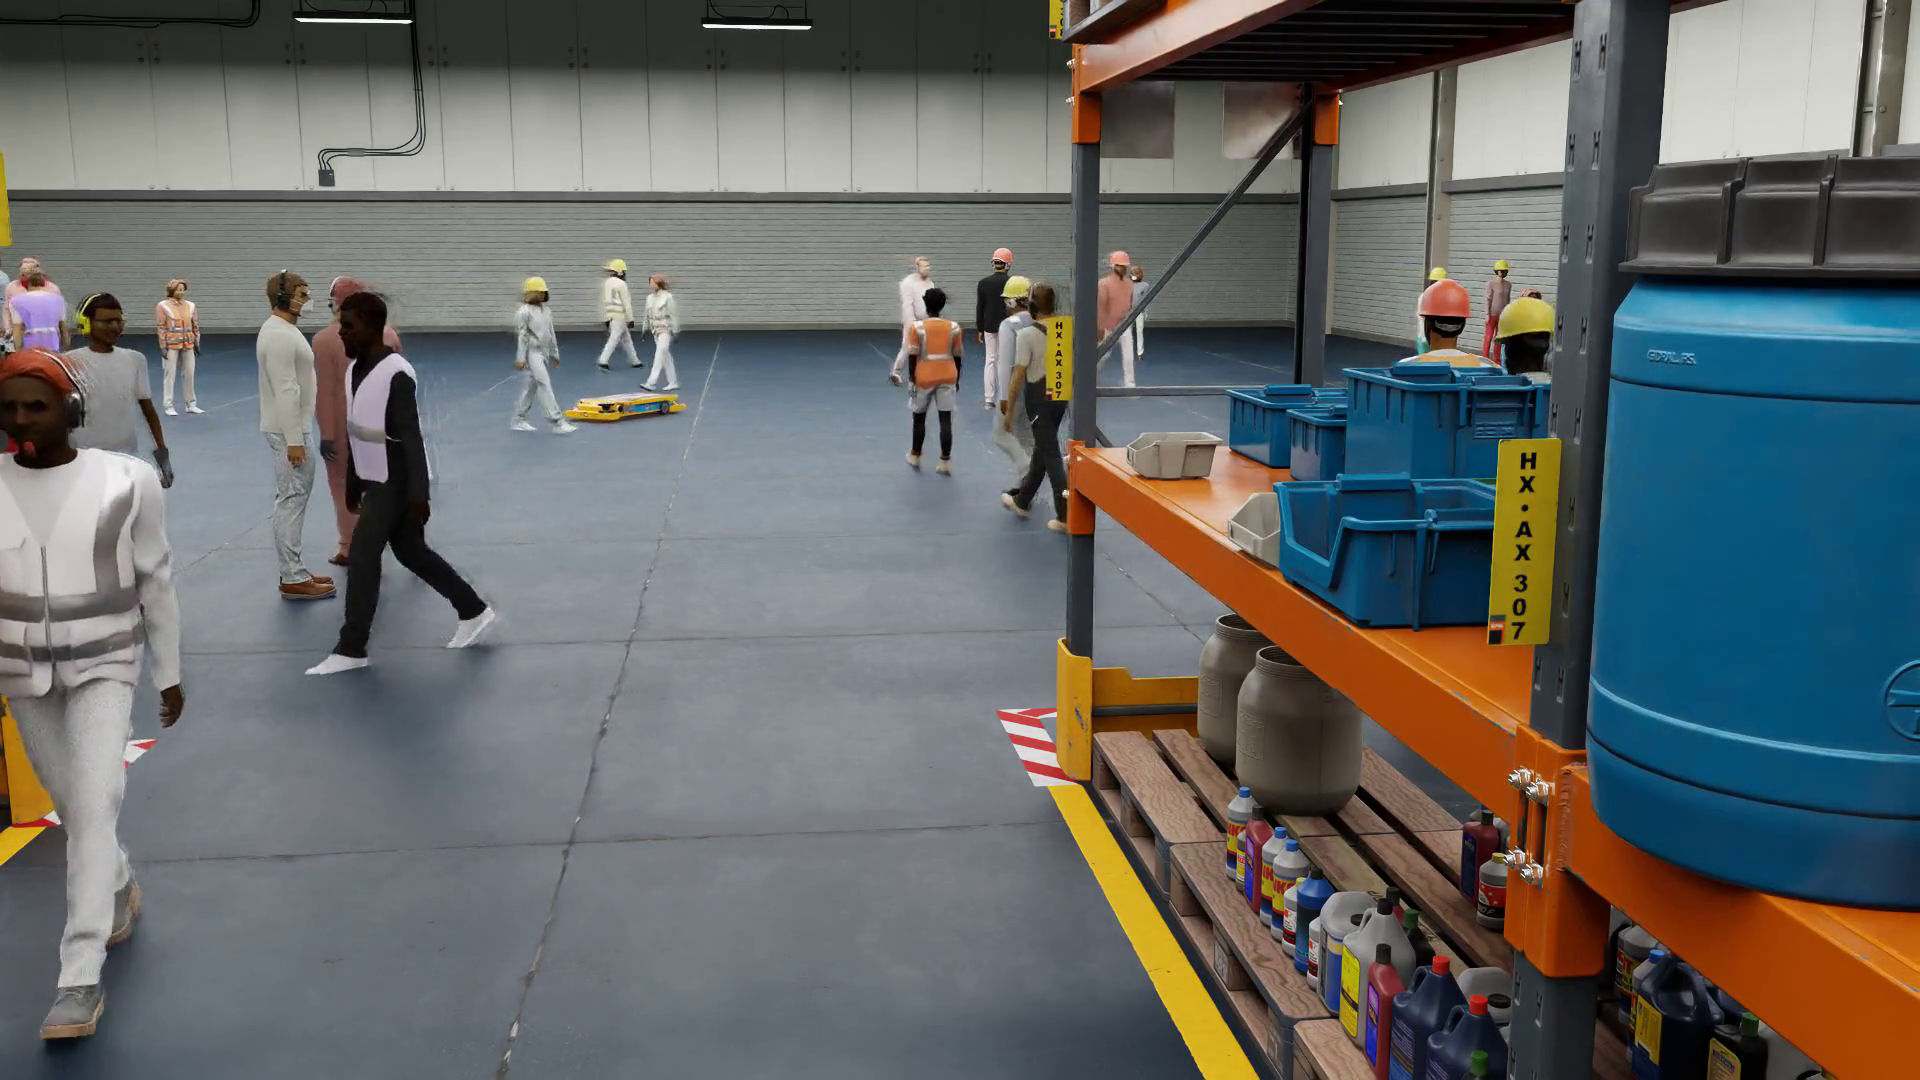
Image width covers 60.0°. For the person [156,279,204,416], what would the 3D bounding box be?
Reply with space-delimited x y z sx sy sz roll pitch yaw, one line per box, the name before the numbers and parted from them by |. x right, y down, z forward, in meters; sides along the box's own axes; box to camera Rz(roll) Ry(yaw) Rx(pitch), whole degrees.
person | -9.367 -2.310 19.957 0.317 1.633 0.520 7 12 33

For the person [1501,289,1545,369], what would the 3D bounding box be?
person | 5.360 -1.565 15.850 0.512 1.642 0.312 -4 11 -22

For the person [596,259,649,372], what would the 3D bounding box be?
person | -5.437 -3.576 26.512 0.961 1.786 0.594 -7 12 -33

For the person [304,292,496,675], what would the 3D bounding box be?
person | -2.827 -0.305 8.354 0.981 1.884 0.609 -8 13 -38

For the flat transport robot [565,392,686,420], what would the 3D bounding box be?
flat transport robot | -3.975 -1.606 19.830 0.652 0.197 1.431 6 12 29

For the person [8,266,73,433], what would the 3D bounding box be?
person | -9.841 -2.023 17.855 0.730 1.822 0.577 9 13 39

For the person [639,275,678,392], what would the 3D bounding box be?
person | -4.203 -2.836 22.901 0.549 1.597 0.814 10 14 42

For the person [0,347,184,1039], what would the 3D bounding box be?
person | -2.541 0.375 4.700 0.596 1.834 1.006 -2 11 -12

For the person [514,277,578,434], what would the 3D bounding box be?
person | -4.567 -2.007 18.116 0.892 1.689 0.501 4 11 22

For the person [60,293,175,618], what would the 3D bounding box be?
person | -4.680 -0.450 9.254 1.018 1.816 0.538 7 13 35

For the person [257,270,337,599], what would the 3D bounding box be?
person | -3.954 -0.623 9.865 0.356 1.938 0.638 -4 11 -21

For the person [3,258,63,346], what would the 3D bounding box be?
person | -11.891 -2.690 21.403 0.640 1.871 0.930 -1 10 -7

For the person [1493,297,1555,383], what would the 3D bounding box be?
person | 2.302 -0.031 6.750 0.639 1.889 0.862 -3 11 -14

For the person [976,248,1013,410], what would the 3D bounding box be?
person | 0.510 -2.599 20.546 0.614 1.993 0.395 4 11 21

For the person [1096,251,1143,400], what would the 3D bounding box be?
person | 2.023 -2.857 22.087 0.637 1.959 0.989 -7 13 -35

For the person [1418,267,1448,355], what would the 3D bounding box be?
person | 5.956 -2.541 20.893 0.535 1.767 0.343 -5 11 -24

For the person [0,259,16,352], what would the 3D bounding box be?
person | -12.949 -2.921 22.471 0.351 1.936 0.634 -7 13 -34

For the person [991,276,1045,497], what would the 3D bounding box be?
person | 0.503 -1.208 13.406 0.470 1.822 0.593 9 14 40

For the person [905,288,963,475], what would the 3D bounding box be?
person | -0.256 -1.446 15.109 0.555 1.658 0.803 -3 11 -18

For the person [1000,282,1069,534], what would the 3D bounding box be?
person | 0.561 -0.970 12.159 0.531 1.793 0.957 -8 13 -37

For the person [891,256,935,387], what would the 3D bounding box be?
person | -0.610 -3.067 23.479 0.634 1.870 0.972 -9 14 -41

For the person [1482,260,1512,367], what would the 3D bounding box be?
person | 8.588 -3.578 26.541 0.523 1.769 0.316 -5 11 -25

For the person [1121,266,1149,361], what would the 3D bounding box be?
person | 3.022 -3.920 28.782 0.498 1.633 0.284 4 11 19

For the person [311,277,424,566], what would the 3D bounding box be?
person | -3.808 -0.732 10.617 0.726 1.881 0.650 7 13 34

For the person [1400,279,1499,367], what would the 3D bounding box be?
person | 2.217 -0.238 7.759 0.546 1.938 0.361 -1 10 -7
